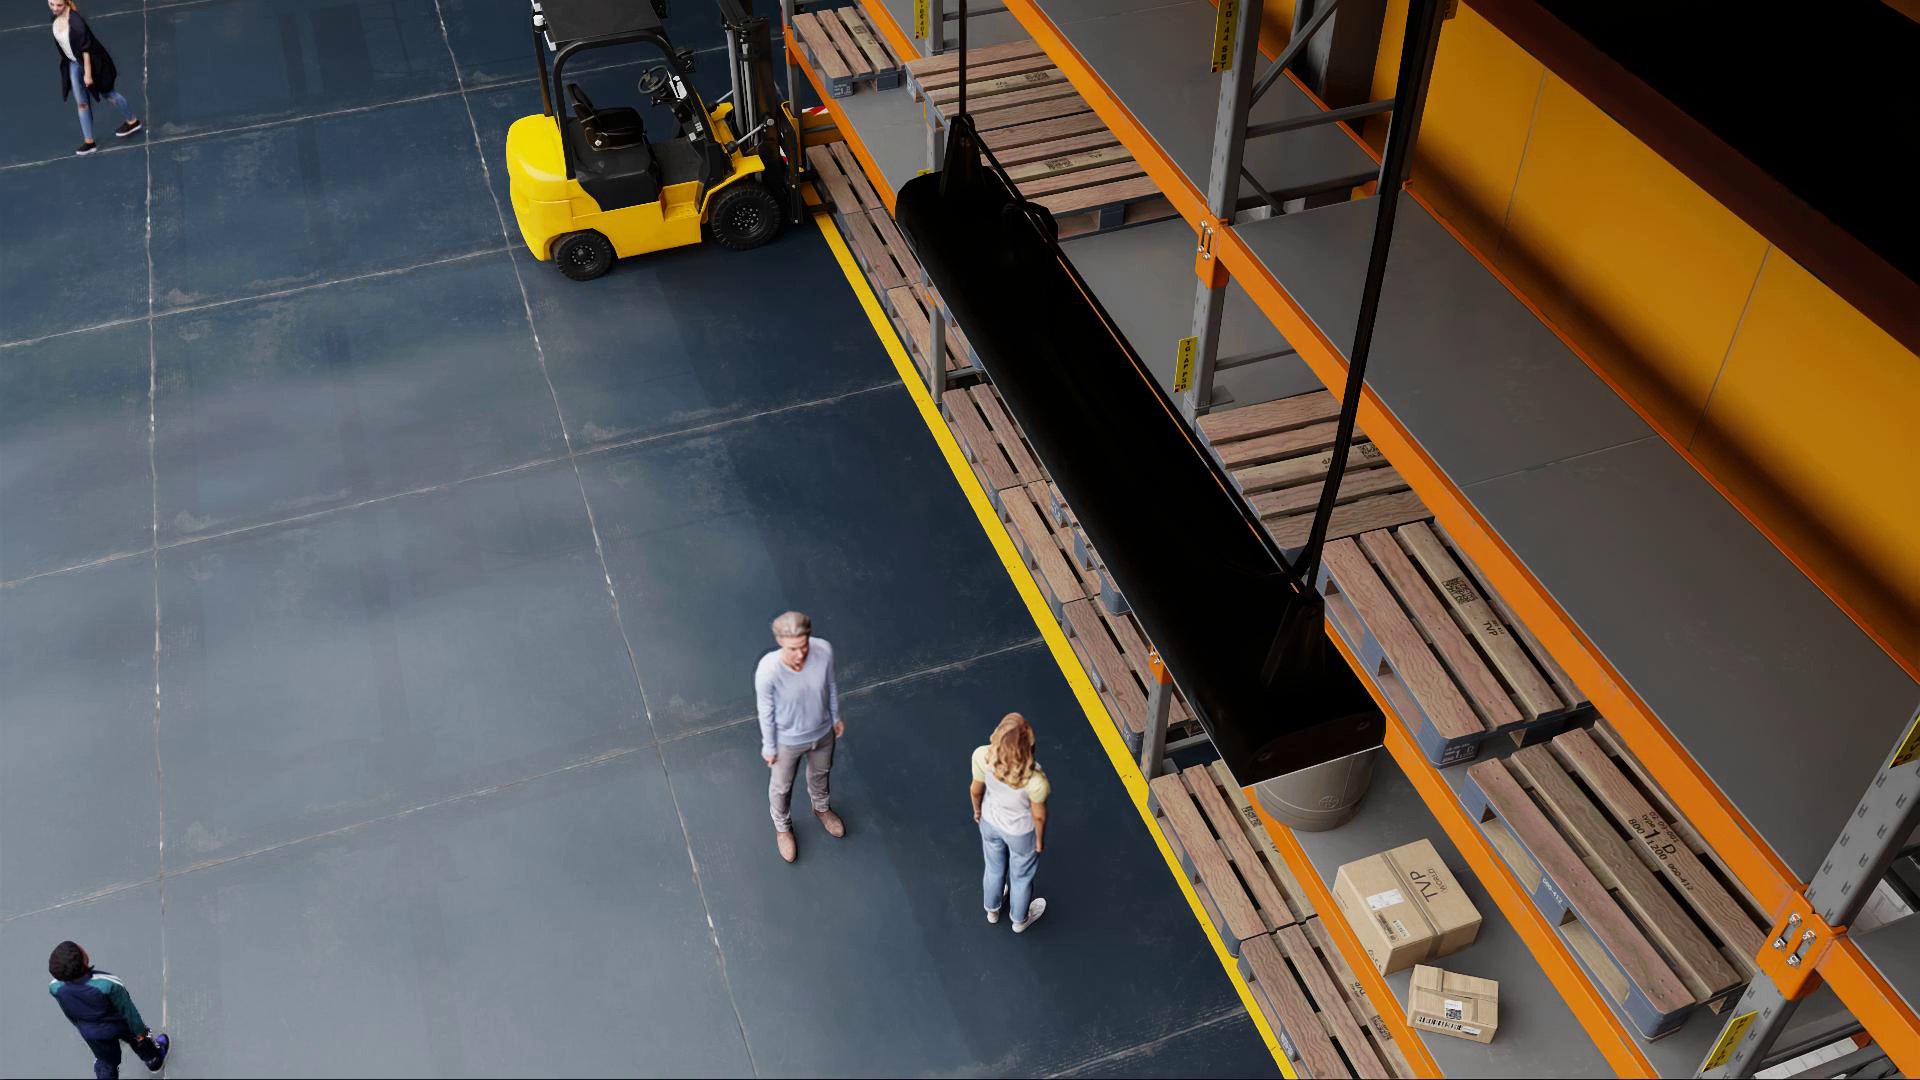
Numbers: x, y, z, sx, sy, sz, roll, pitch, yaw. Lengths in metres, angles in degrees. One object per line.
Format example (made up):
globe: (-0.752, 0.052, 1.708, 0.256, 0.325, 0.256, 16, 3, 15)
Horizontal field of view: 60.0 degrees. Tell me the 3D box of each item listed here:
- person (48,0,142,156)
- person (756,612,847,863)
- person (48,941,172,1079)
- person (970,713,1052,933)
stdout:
person: (-8.082, -4.449, 15.496, 1.039, 1.643, 1.087, 26, 50, 25)
person: (-0.912, 1.083, 9.509, 0.708, 1.892, 0.621, -22, 48, -22)
person: (-4.372, 2.511, 8.483, 0.662, 1.240, 0.898, -2, 44, -2)
person: (0.278, 1.564, 9.127, 0.683, 1.722, 0.759, 21, 48, 21)
